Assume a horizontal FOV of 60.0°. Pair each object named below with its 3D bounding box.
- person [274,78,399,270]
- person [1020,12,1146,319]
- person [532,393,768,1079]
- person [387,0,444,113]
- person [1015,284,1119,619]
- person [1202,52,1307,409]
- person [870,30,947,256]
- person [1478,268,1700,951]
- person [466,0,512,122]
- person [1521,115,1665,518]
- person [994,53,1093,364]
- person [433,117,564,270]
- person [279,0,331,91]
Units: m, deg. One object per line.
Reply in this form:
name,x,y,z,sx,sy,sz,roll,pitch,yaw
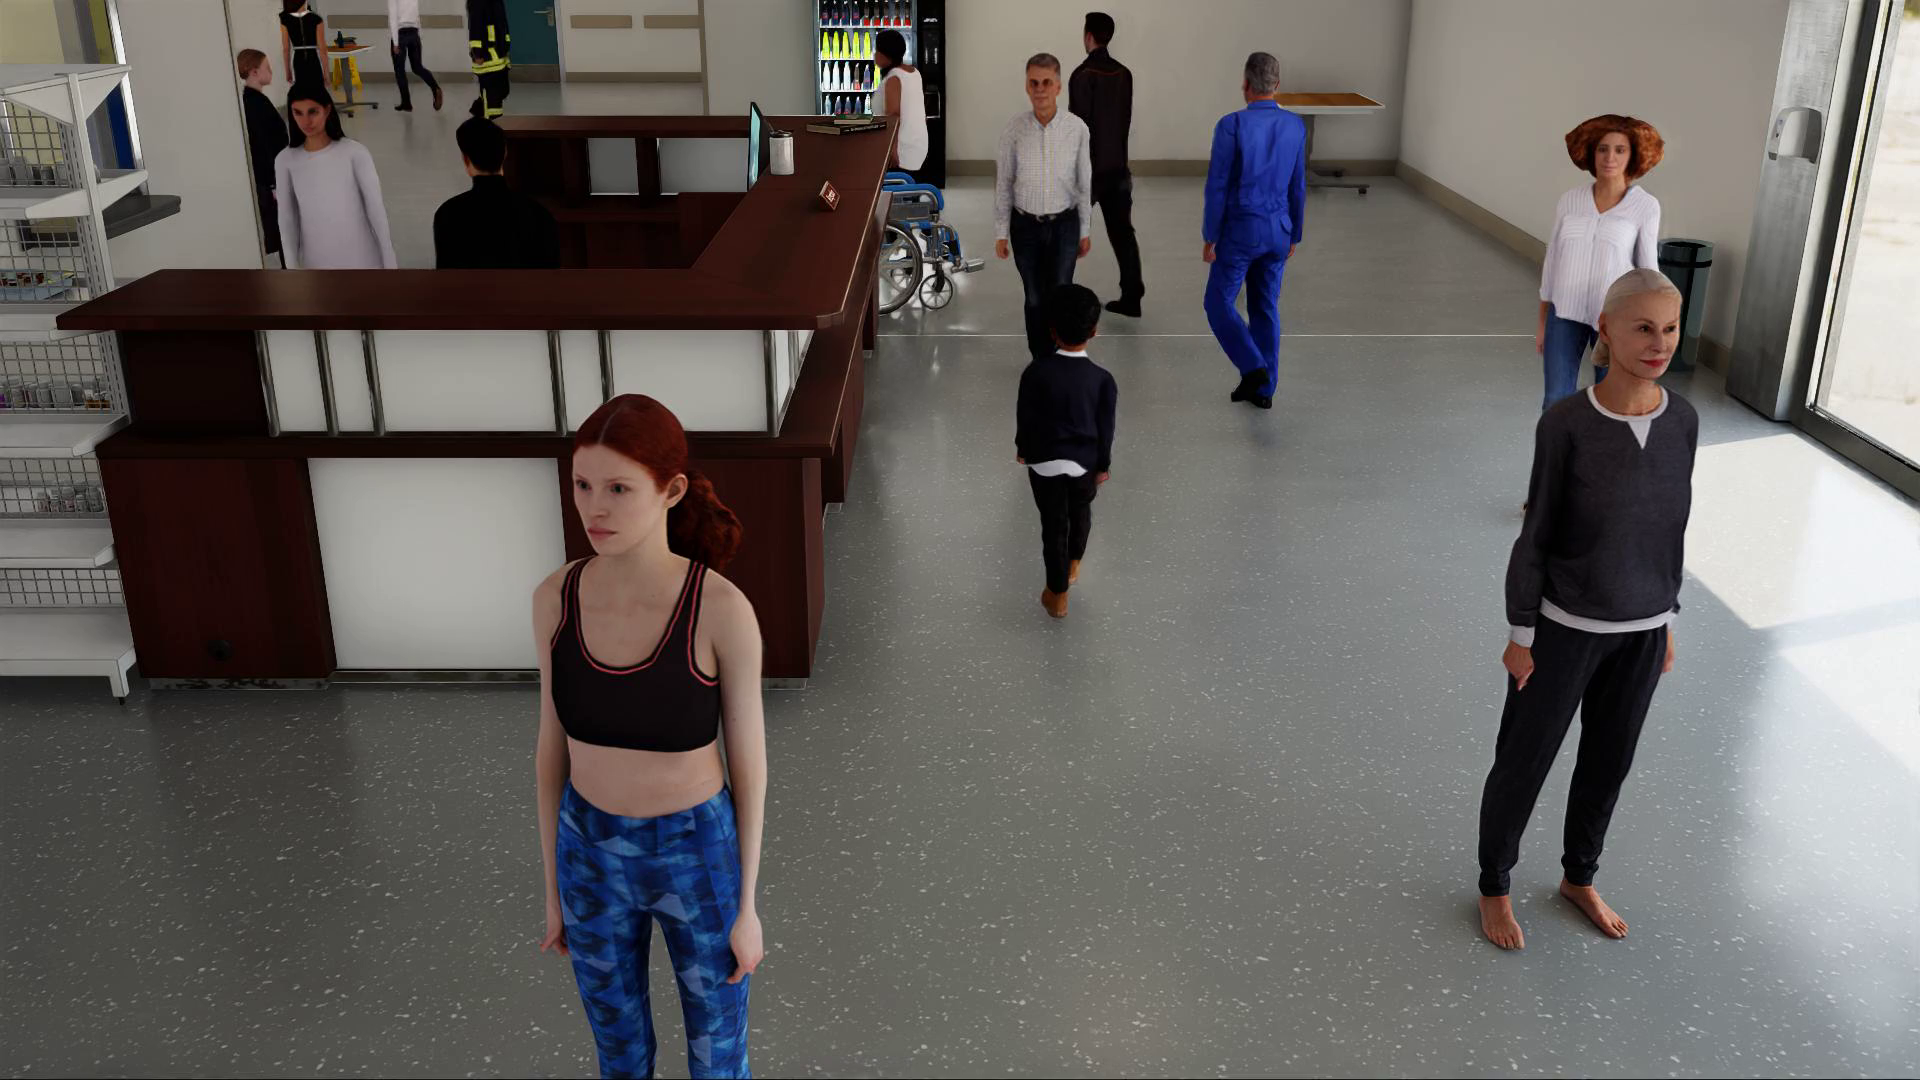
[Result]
person,-2.824,-1.237,7.760,0.495,1.785,0.698,0,21,1
person,0.924,-2.294,10.451,1.244,1.856,1.179,-14,25,-32
person,-0.519,0.619,2.860,0.588,1.785,0.679,5,21,12
person,-7.046,-6.418,21.361,1.179,1.840,1.028,14,25,33
person,0.391,-0.299,6.051,0.711,1.203,0.607,-2,21,-6
person,1.541,-1.533,8.511,0.875,1.807,0.967,-6,22,-16
person,-0.371,-2.878,12.274,1.105,1.656,0.888,8,22,20
person,1.560,0.181,4.098,0.517,1.727,0.714,-4,21,-10
person,-5.553,-5.704,19.380,1.021,1.908,0.956,8,22,20
person,2.761,-0.959,7.167,1.095,1.685,1.095,15,26,35
person,0.449,-1.658,8.900,1.164,1.765,0.844,3,21,7
person,-1.869,-0.834,6.805,0.598,1.707,0.770,-3,21,-9
person,-6.635,-4.699,16.913,1.004,1.776,0.776,-4,21,-10
